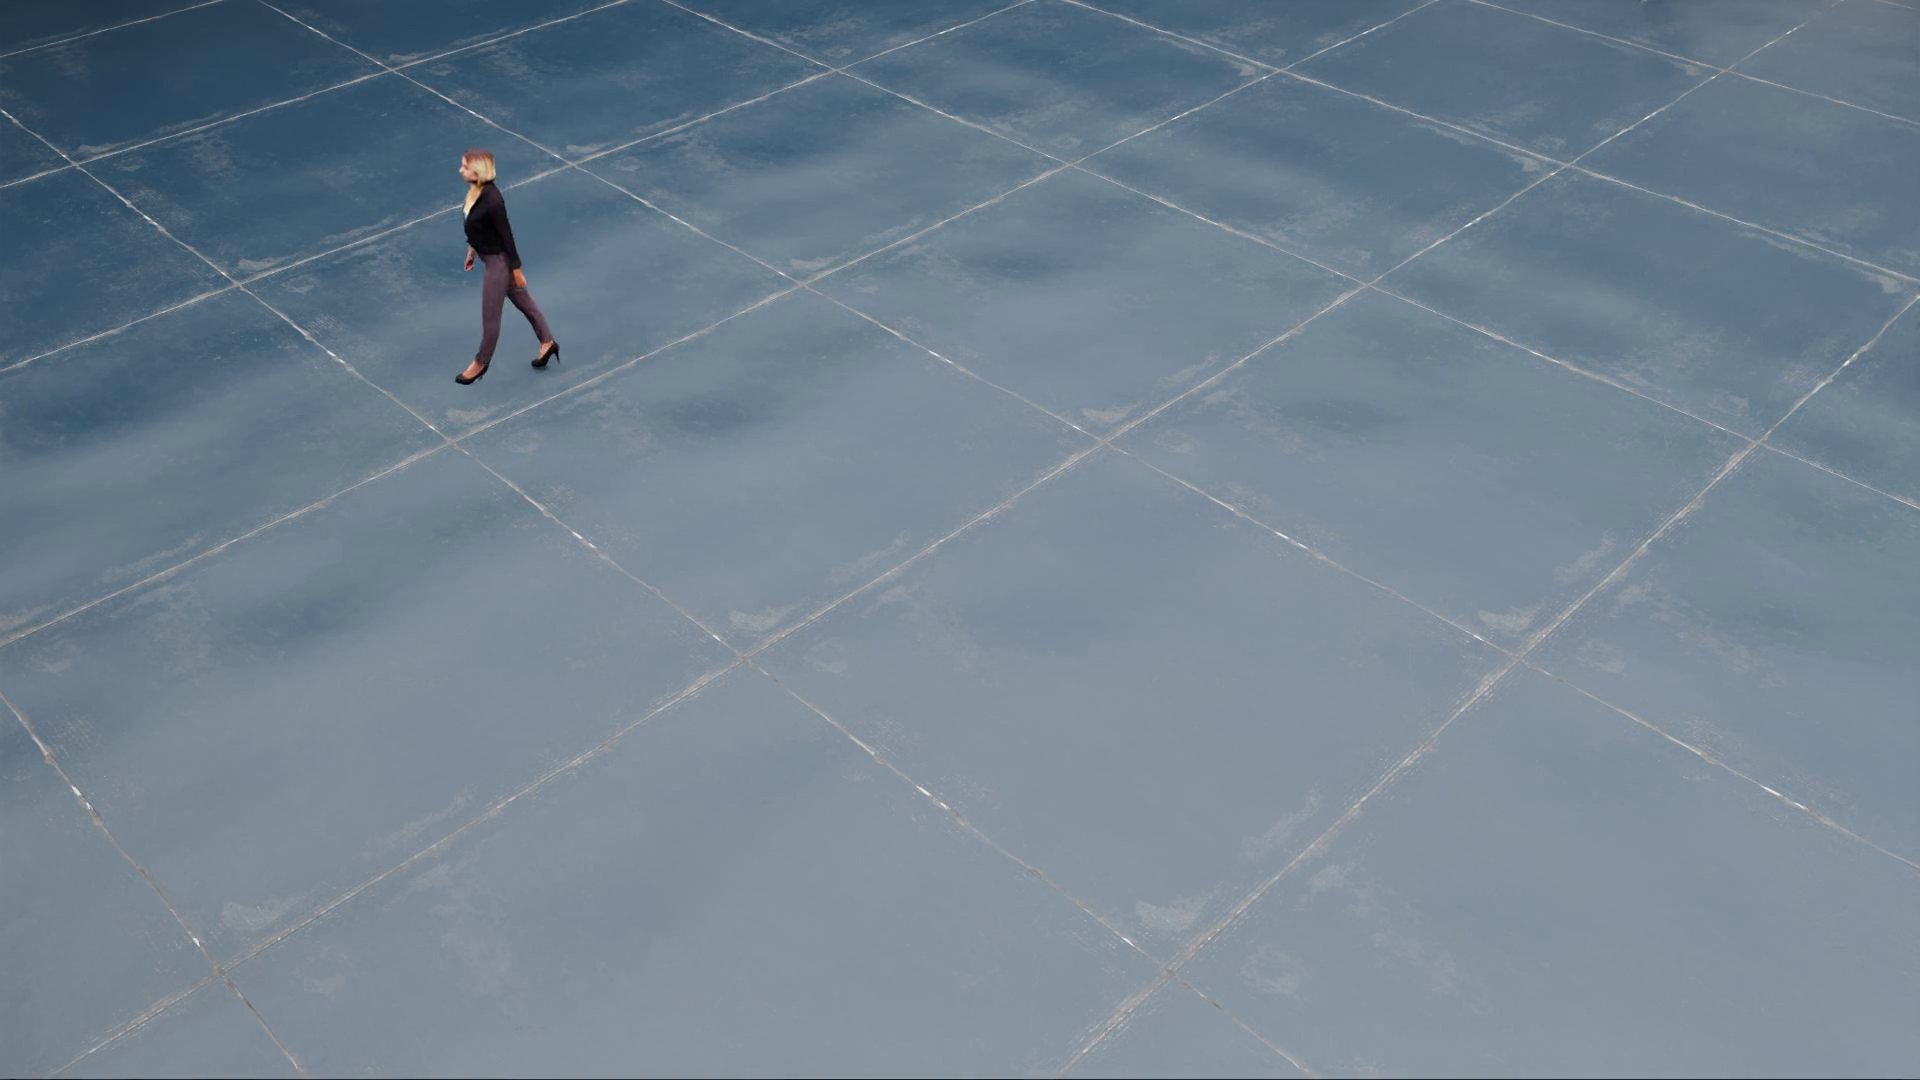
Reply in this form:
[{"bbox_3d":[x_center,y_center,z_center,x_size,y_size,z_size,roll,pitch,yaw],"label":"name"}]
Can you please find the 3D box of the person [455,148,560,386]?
[{"bbox_3d":[-2.949,-1.822,11.006,1.043,1.642,0.790,-16,40,-20],"label":"person"}]
